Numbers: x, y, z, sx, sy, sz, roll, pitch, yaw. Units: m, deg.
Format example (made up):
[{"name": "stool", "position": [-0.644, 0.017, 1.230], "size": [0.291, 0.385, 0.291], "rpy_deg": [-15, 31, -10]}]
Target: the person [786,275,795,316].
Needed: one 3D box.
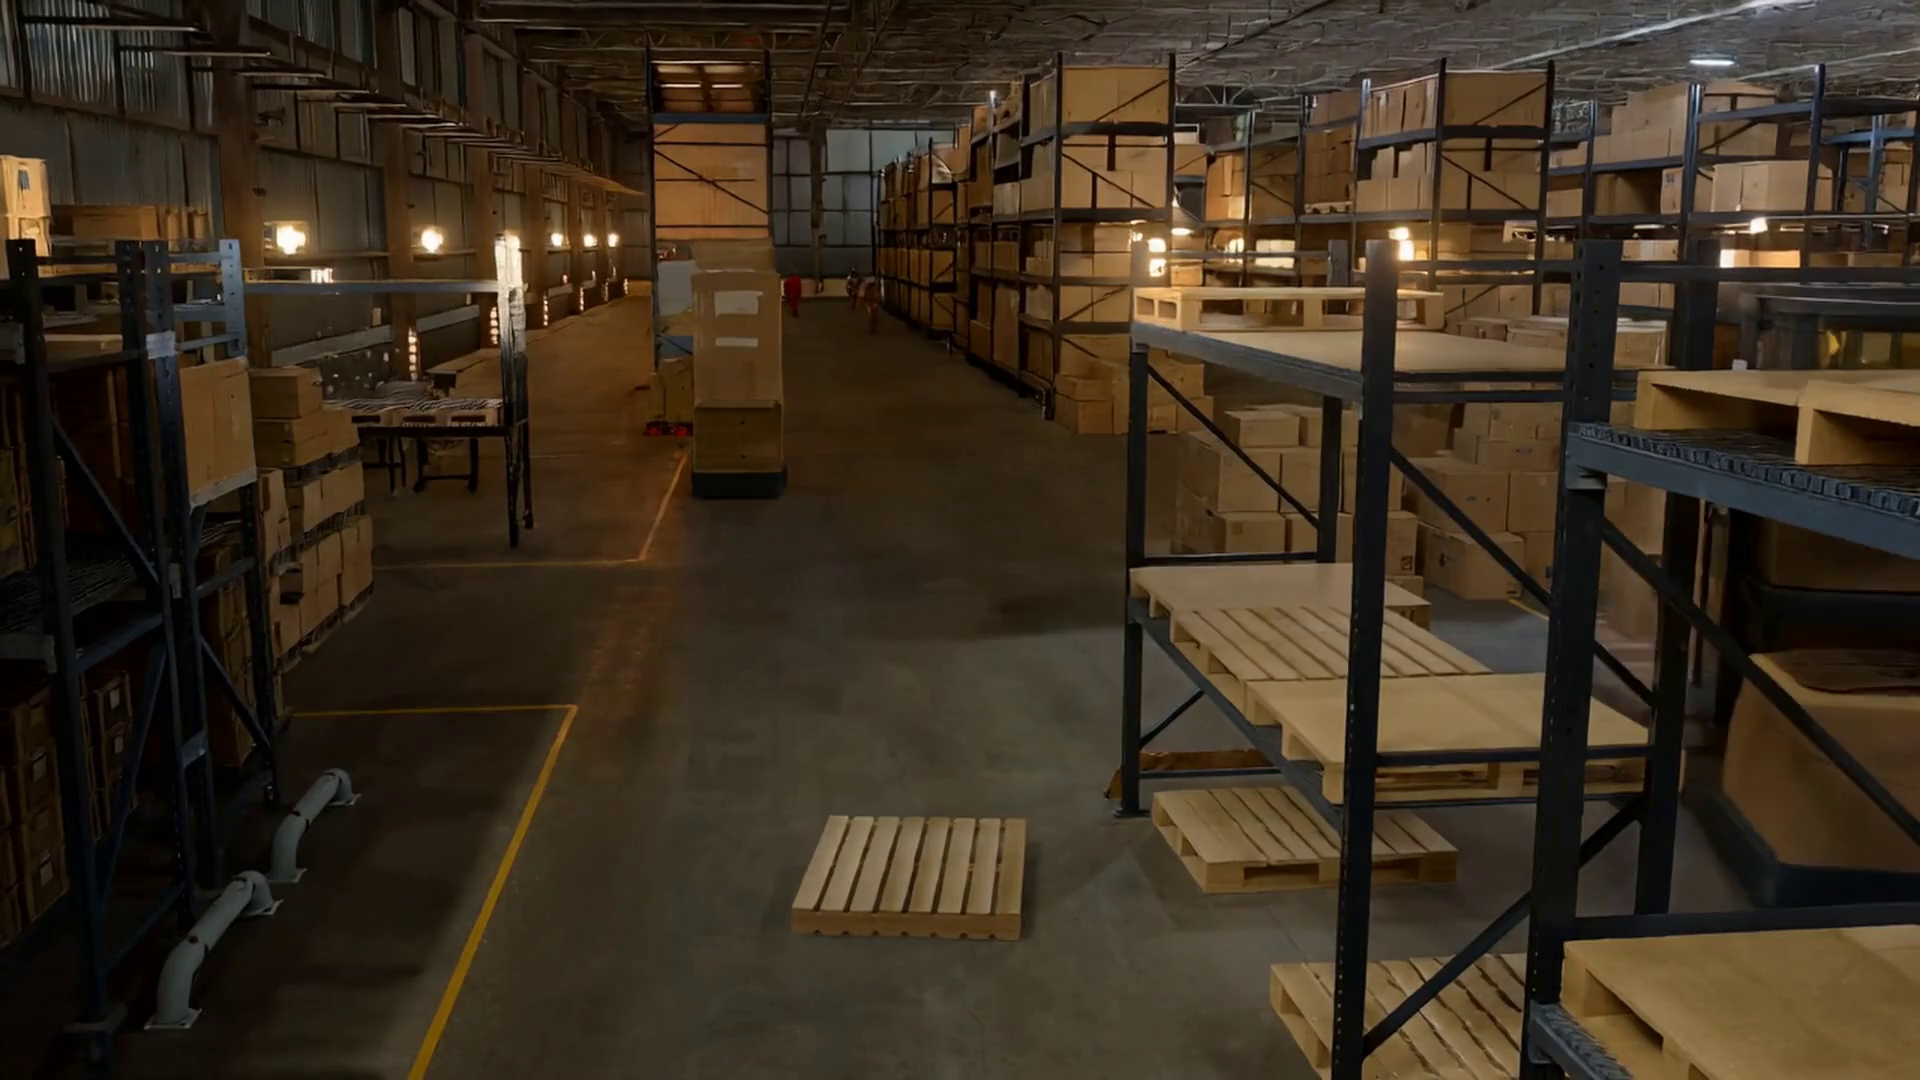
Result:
[{"name": "person", "position": [-6.808, -9.845, 66.941], "size": [0.329, 1.631, 0.568], "rpy_deg": [-4, 11, -19]}]

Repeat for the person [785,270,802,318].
[{"name": "person", "position": [-6.494, -9.591, 64.897], "size": [0.642, 1.879, 0.934], "rpy_deg": [-2, 10, -12]}]

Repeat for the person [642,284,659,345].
[{"name": "person", "position": [-8.816, -6.627, 48.125], "size": [0.724, 1.991, 0.674], "rpy_deg": [-6, 12, -30]}]

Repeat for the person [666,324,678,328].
[{"name": "person", "position": [-7.501, -5.705, 43.825], "size": [0.539, 1.695, 0.318], "rpy_deg": [-8, 13, -37]}]

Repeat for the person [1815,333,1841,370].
[{"name": "person", "position": [13.129, -2.455, 25.230], "size": [0.402, 1.910, 0.589], "rpy_deg": [10, 14, 43]}]

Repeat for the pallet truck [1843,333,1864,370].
[{"name": "pallet truck", "position": [15.846, -3.142, 28.793], "size": [1.885, 1.965, 0.823], "rpy_deg": [2, 10, 12]}]

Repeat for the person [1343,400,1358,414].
[{"name": "person", "position": [4.934, -1.524, 20.134], "size": [0.679, 1.887, 0.494], "rpy_deg": [-4, 11, -21]}]

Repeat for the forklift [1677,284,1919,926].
[{"name": "forklift", "position": [4.273, 0.192, 7.872], "size": [1.129, 2.768, 1.873], "rpy_deg": [2, 10, 10]}]

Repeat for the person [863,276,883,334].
[{"name": "person", "position": [-2.822, -7.648, 54.060], "size": [0.645, 1.887, 0.765], "rpy_deg": [-2, 10, -12]}]

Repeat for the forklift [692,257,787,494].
[{"name": "forklift", "position": [-2.704, -2.042, 20.250], "size": [1.129, 2.768, 1.873], "rpy_deg": [-1, 10, -6]}]

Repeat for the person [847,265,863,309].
[{"name": "person", "position": [-4.602, -11.078, 72.967], "size": [0.664, 1.921, 0.563], "rpy_deg": [0, 10, 0]}]
